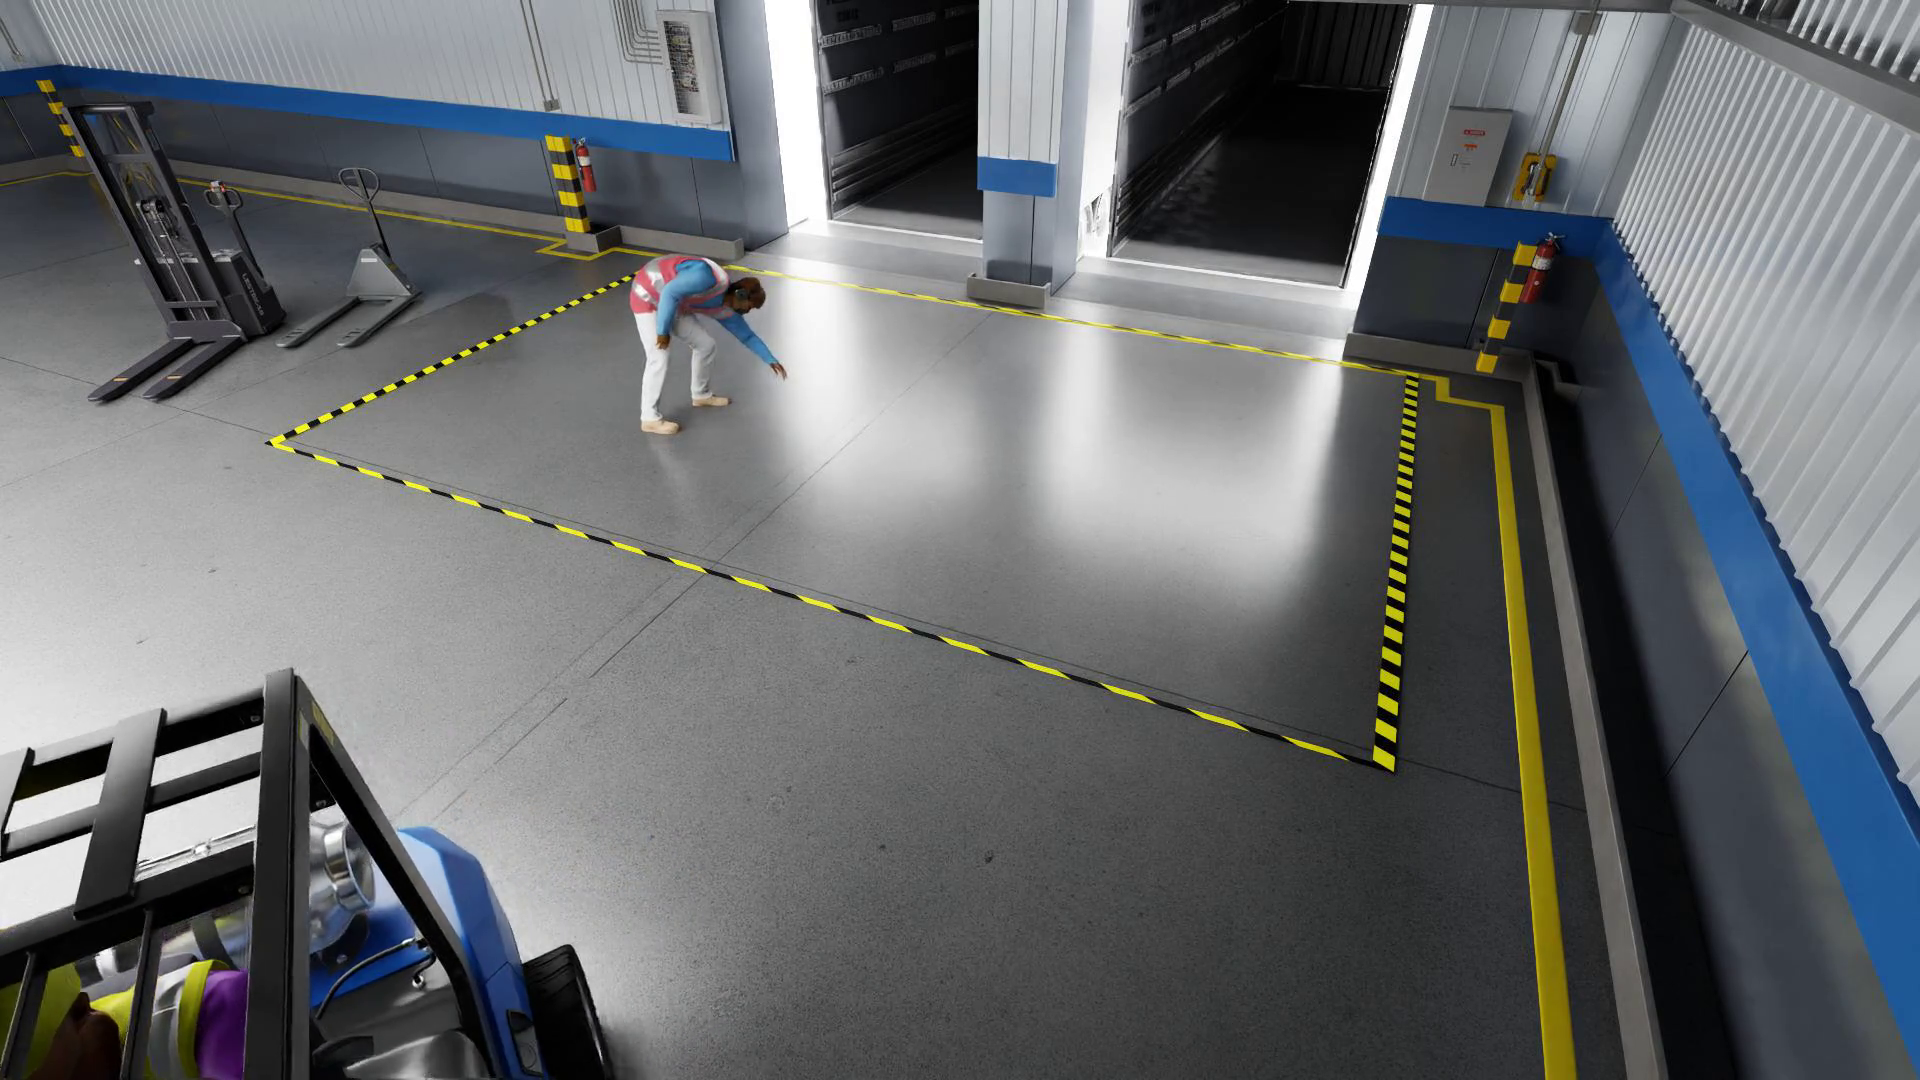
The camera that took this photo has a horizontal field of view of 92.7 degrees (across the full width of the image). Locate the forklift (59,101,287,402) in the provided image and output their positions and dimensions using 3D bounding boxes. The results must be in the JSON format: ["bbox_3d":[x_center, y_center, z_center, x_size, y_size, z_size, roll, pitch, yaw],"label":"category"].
[{"bbox_3d":[-6.686,-2.387,7.434,0.823,1.965,1.885,-3,35,-5],"label":"forklift"}]

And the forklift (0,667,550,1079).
[{"bbox_3d":[-1.364,1.462,1.619,1.157,2.036,2.680,-18,39,-24],"label":"forklift"}]

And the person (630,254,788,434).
[{"bbox_3d":[-1.958,-1.493,6.844,0.856,1.253,0.988,16,38,22],"label":"person"}]

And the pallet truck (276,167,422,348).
[{"bbox_3d":[-5.732,-2.611,8.414,0.680,1.201,1.601,-1,35,-1],"label":"pallet truck"}]

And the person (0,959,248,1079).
[{"bbox_3d":[-1.341,1.340,1.466,0.635,1.294,1.004,-18,39,-24],"label":"person"}]
